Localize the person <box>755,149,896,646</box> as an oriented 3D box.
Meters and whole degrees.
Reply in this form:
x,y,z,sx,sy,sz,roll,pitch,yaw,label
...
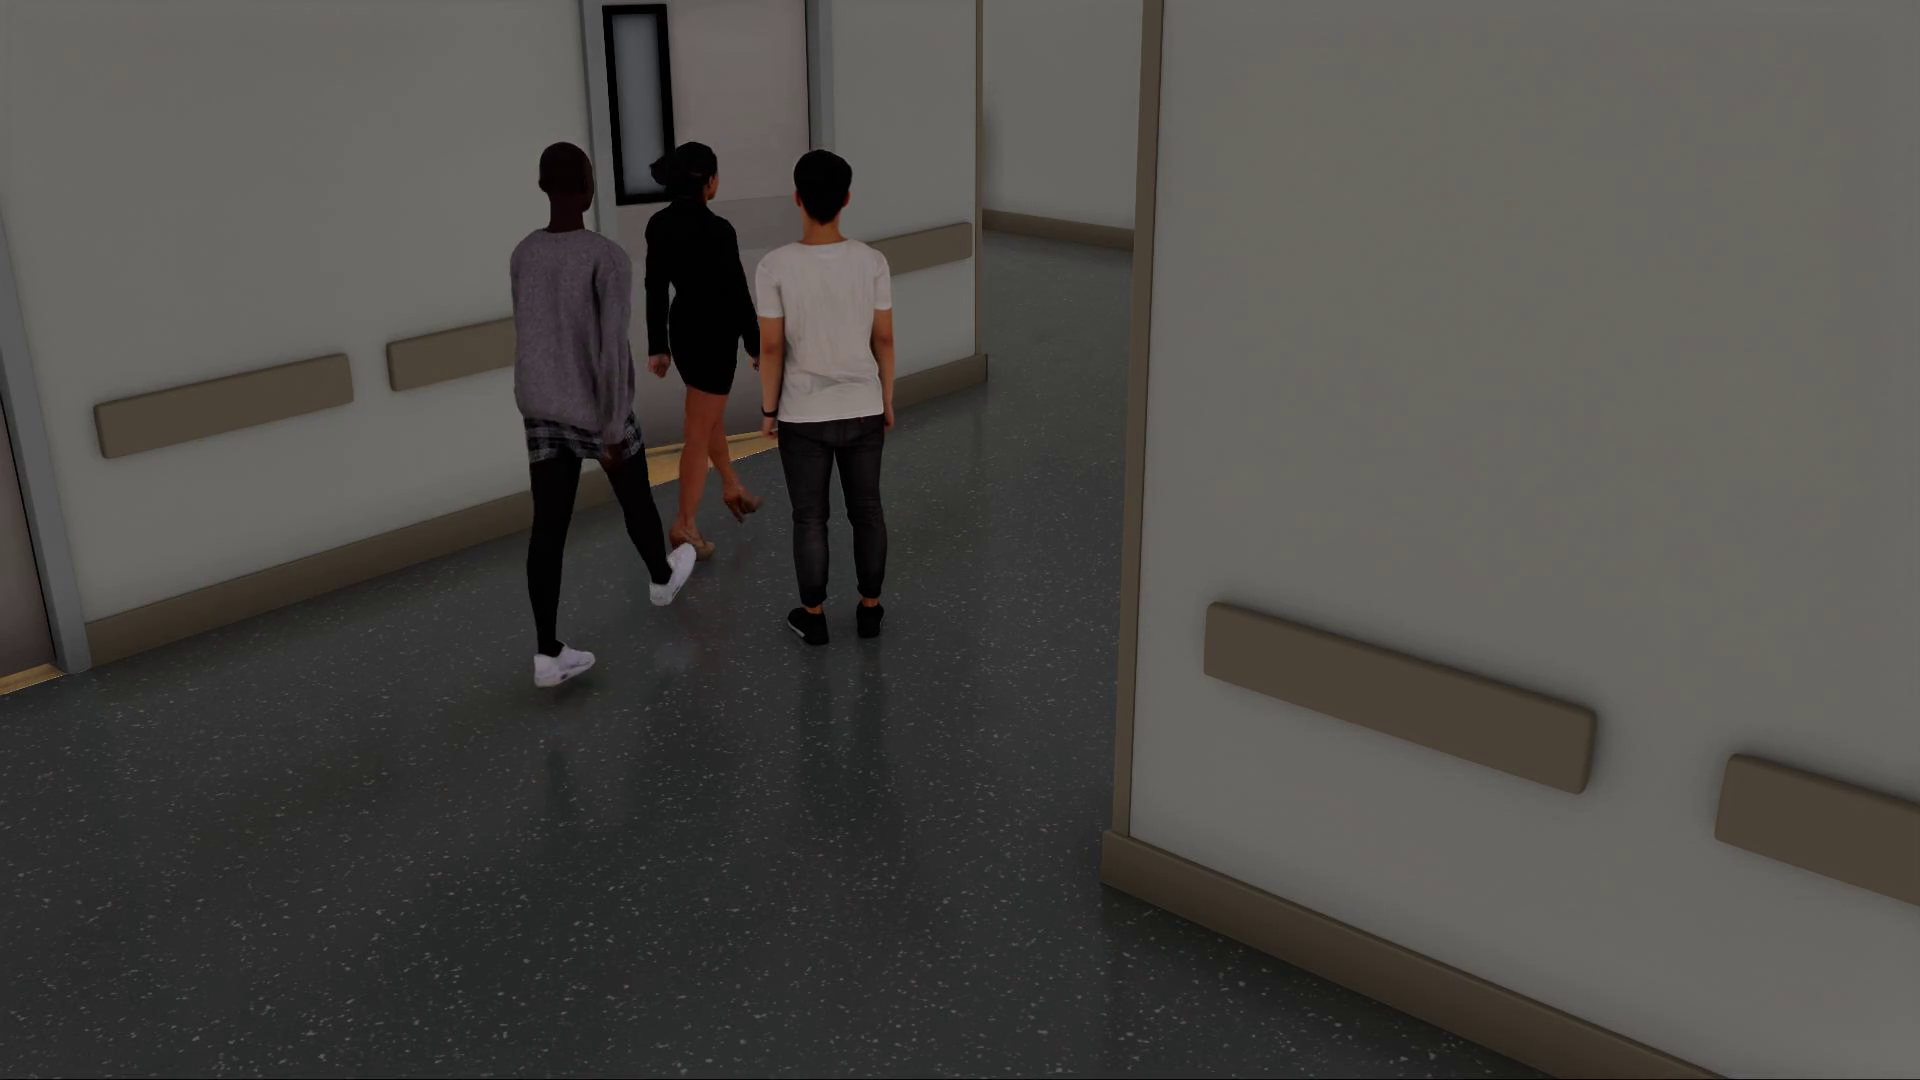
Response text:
x,y,z,sx,sy,sz,roll,pitch,yaw,label
-0.451,-0.478,5.738,0.666,1.722,0.764,-5,21,-14,person

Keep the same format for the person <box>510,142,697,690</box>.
x,y,z,sx,sy,sz,roll,pitch,yaw,label
-1.297,-0.350,5.399,0.946,1.722,1.279,7,22,18,person

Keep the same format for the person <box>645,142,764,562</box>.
x,y,z,sx,sy,sz,roll,pitch,yaw,label
-1.047,-0.679,6.421,0.586,1.615,0.873,15,25,34,person
